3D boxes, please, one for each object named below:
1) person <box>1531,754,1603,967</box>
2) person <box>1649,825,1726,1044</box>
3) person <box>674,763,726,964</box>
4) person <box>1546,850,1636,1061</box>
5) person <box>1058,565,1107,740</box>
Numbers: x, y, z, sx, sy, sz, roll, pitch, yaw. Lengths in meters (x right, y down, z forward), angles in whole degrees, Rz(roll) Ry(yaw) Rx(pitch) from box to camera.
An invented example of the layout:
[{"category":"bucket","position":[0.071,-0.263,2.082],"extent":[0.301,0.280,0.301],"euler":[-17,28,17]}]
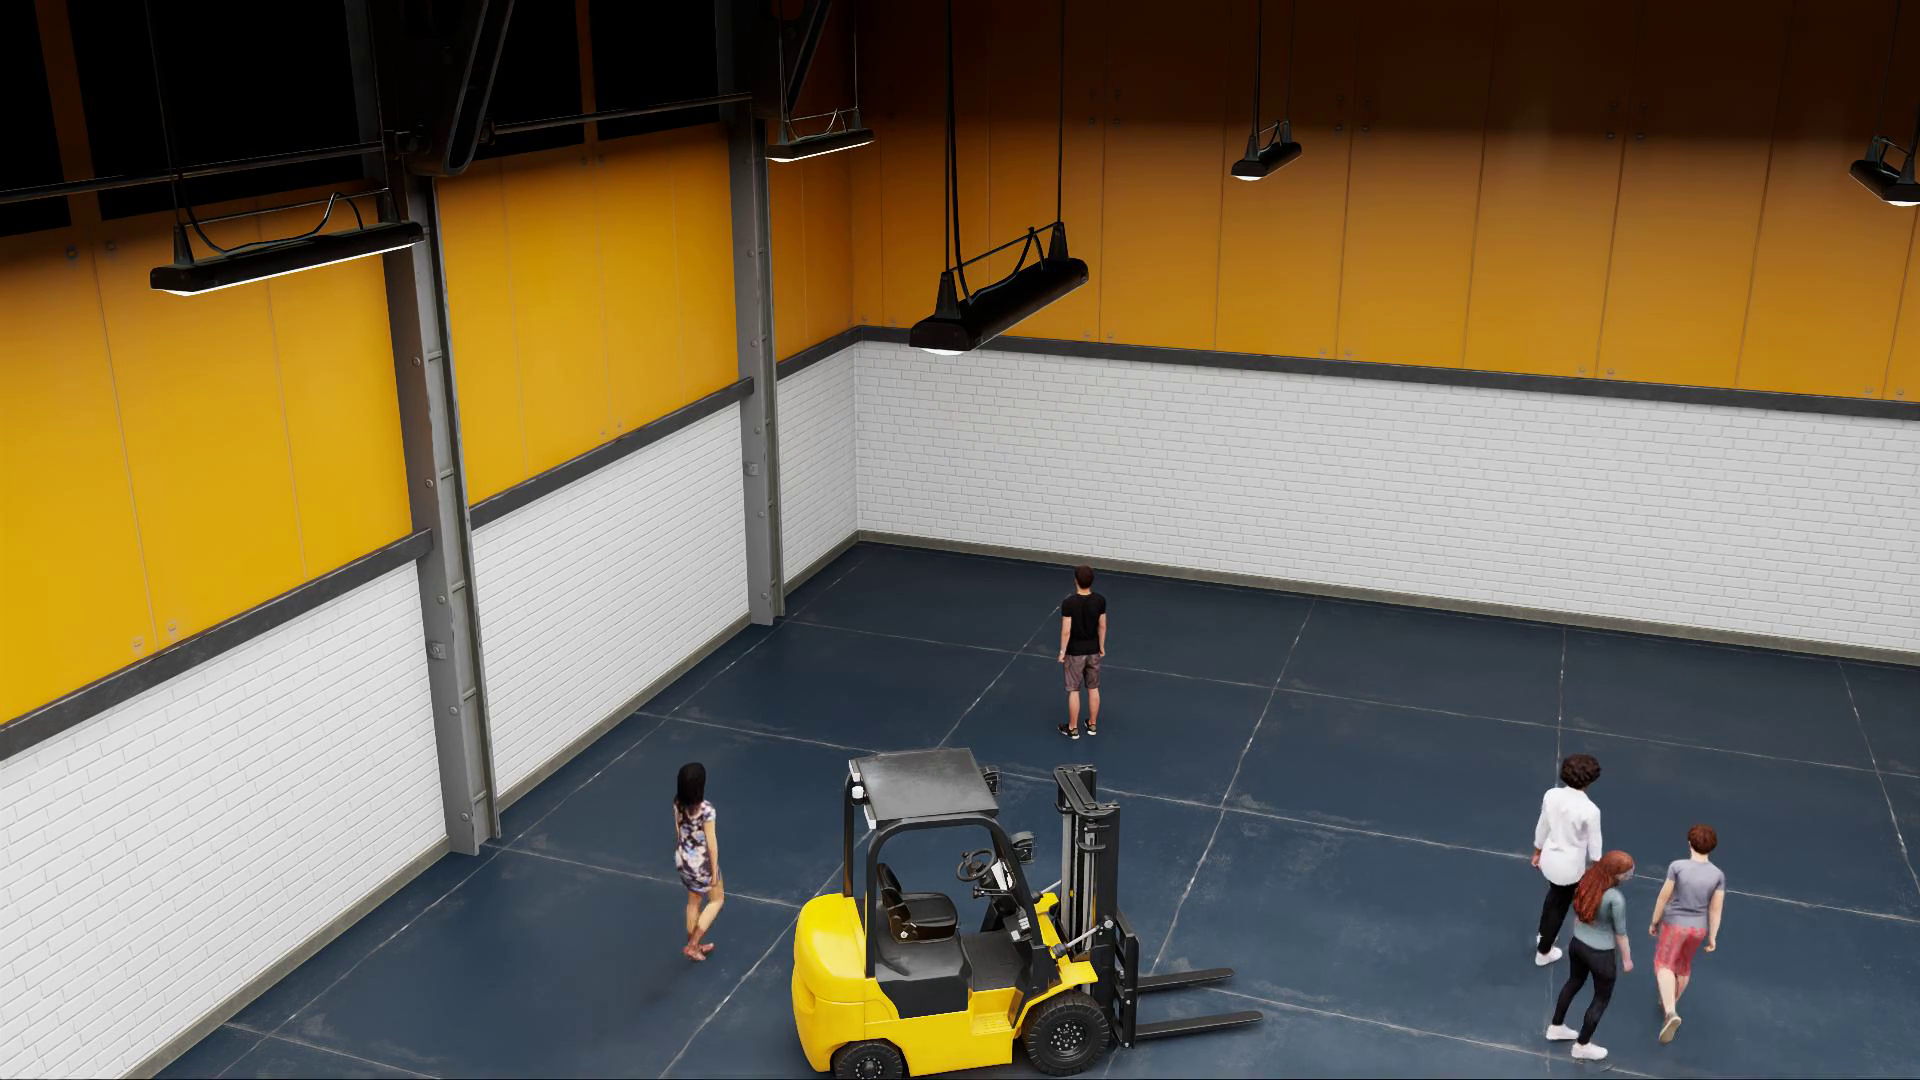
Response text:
[{"category":"person","position":[4.691,2.541,13.058],"extent":[0.837,1.794,0.784],"euler":[-13,23,-35]},{"category":"person","position":[5.326,2.919,12.208],"extent":[0.687,1.621,1.014],"euler":[3,19,8]},{"category":"person","position":[-2.123,2.579,13.056],"extent":[0.668,1.723,0.721],"euler":[11,21,29]},{"category":"person","position":[4.532,2.974,11.892],"extent":[0.800,1.717,0.719],"euler":[-11,22,-30]},{"category":"person","position":[1.259,1.140,17.112],"extent":[0.761,1.861,0.806],"euler":[-7,20,-20]}]
